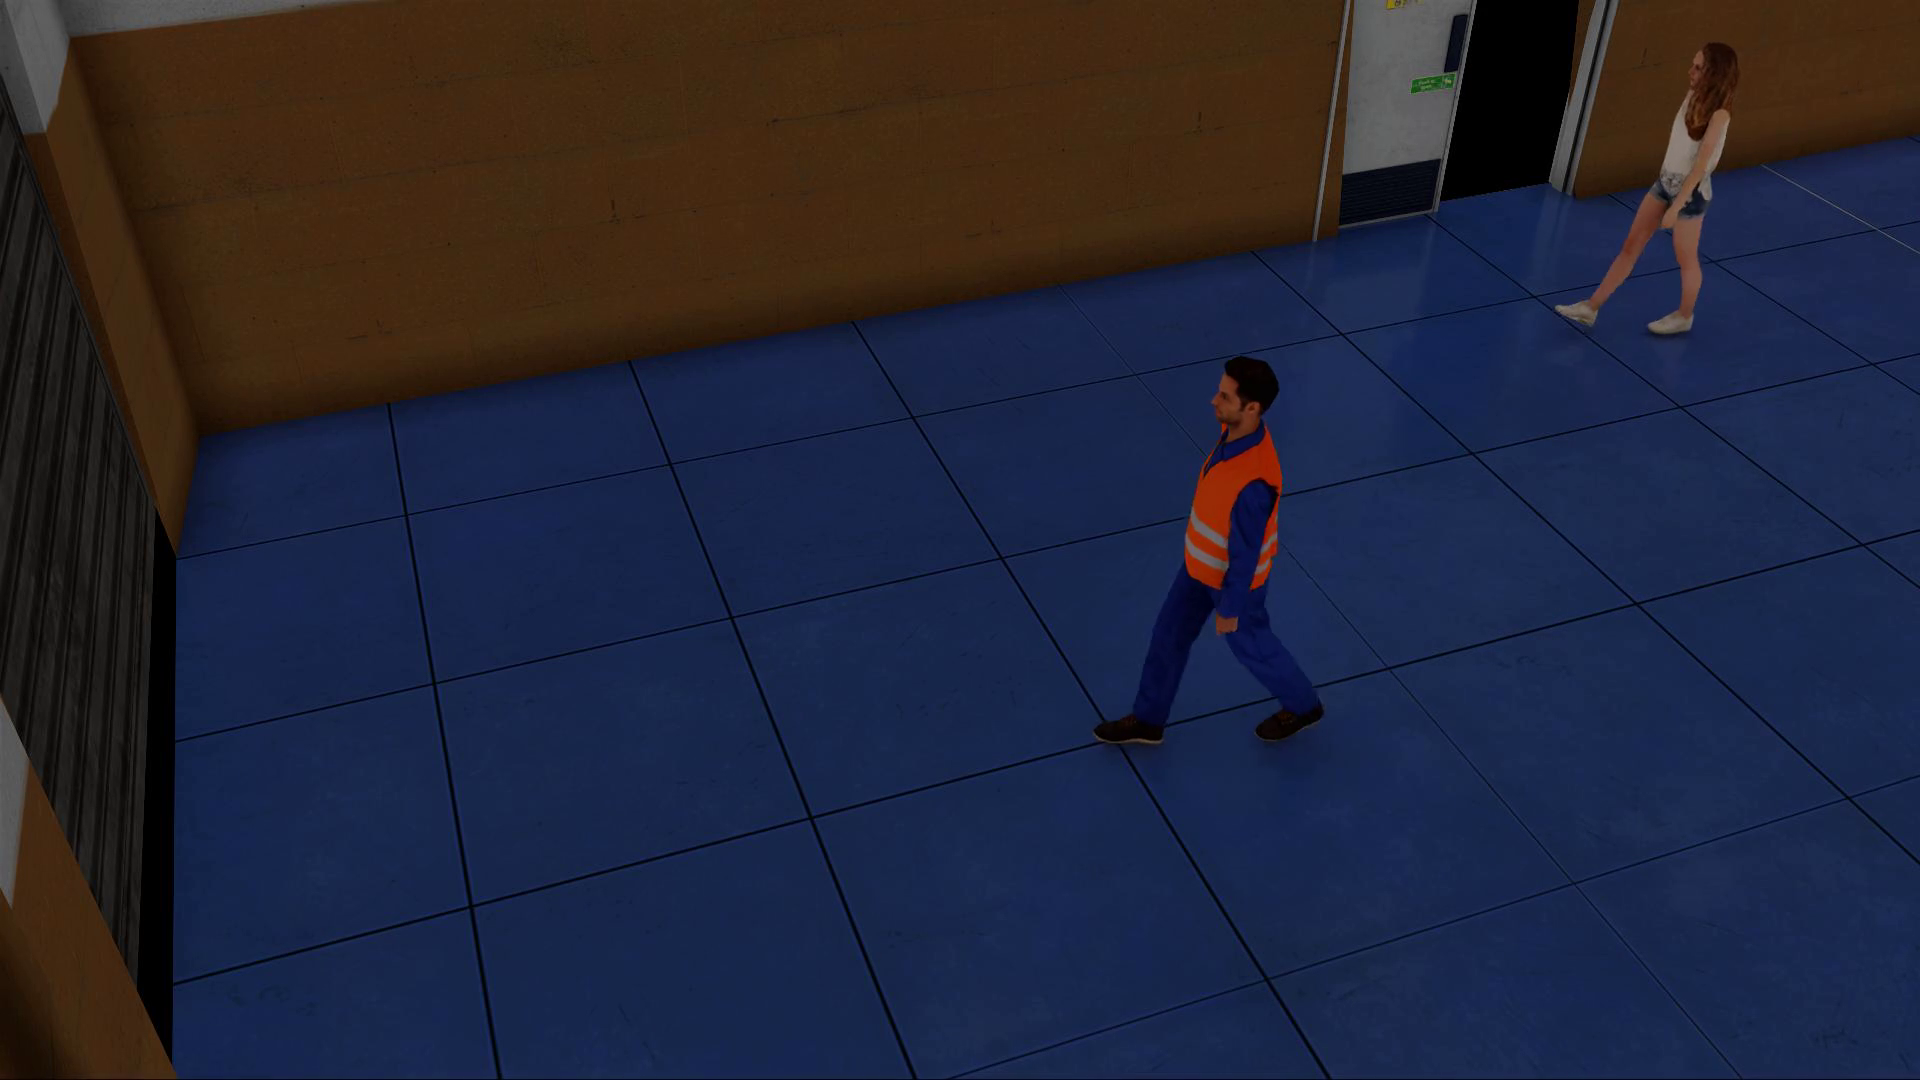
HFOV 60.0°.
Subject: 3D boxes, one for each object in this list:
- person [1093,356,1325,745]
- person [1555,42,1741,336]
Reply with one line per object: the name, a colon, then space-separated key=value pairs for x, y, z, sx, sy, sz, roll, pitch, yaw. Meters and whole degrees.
person: x=1.132 y=0.130 z=6.457 sx=0.932 sy=1.823 sz=1.204 roll=-4 pitch=37 yaw=-6
person: x=4.094 y=-1.886 z=9.222 sx=0.842 sy=1.728 sz=1.049 roll=-3 pitch=37 yaw=-4
